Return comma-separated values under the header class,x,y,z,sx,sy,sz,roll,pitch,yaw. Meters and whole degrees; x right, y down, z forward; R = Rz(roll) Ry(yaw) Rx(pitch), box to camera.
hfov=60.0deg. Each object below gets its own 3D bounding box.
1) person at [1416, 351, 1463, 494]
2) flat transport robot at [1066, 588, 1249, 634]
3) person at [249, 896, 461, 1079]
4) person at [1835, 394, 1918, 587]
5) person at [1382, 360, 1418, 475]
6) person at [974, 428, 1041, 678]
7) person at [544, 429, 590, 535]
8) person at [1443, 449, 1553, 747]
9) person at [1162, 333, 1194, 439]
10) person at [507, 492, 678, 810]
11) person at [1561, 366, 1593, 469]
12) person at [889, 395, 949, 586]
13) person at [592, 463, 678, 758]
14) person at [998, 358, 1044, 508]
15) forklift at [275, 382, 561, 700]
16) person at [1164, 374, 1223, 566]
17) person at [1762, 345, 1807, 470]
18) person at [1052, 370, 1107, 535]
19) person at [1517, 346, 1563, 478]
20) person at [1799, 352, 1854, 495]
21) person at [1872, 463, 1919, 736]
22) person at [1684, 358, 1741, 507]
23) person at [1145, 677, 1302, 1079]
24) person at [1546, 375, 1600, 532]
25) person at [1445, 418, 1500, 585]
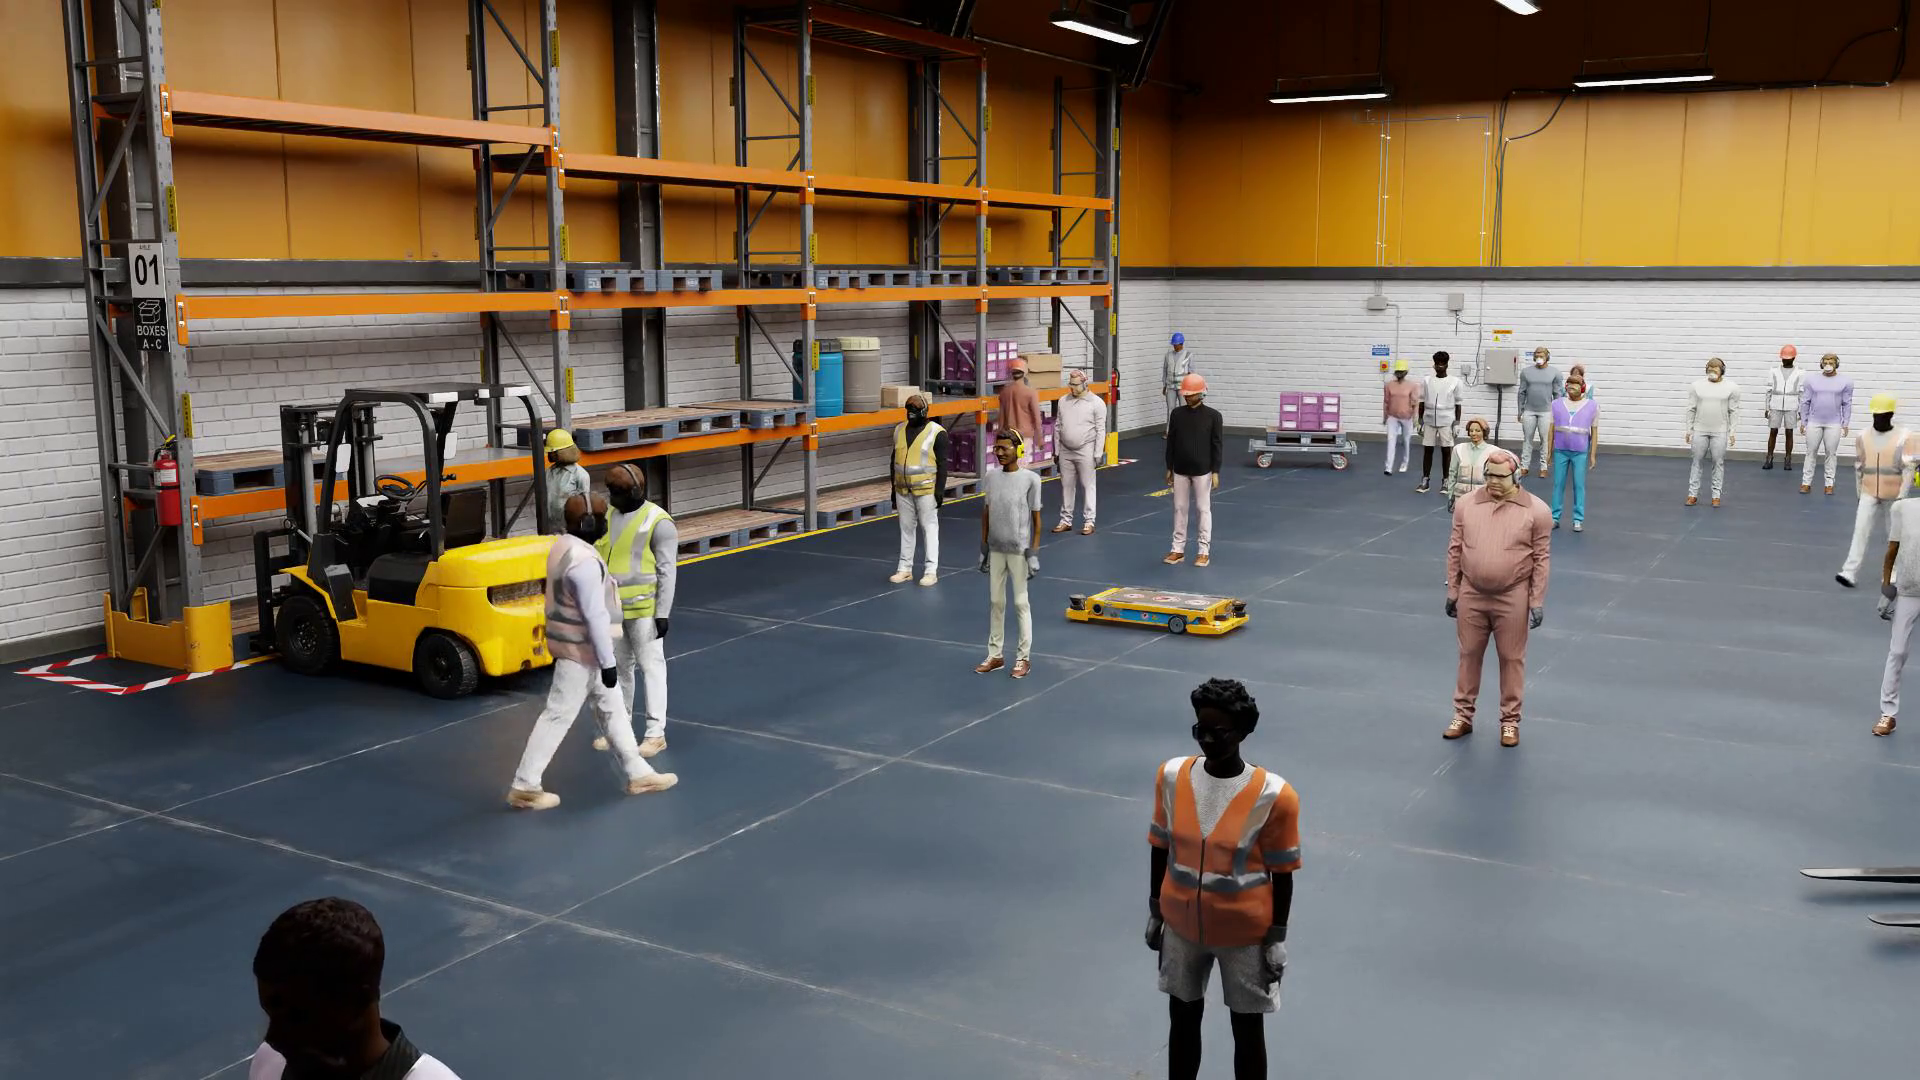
class,x,y,z,sx,sy,sz,roll,pitch,yaw
person,6.556,-1.609,22.775,0.603,1.959,0.379,5,11,31
flat transport robot,1.693,0.593,14.281,1.431,0.197,0.652,5,11,30
person,-1.097,1.566,3.101,0.587,1.914,0.386,5,11,31
person,8.822,-0.467,15.955,1.034,1.861,0.592,-8,12,-40
person,6.590,-1.835,24.922,0.539,1.716,0.934,4,10,26
person,0.365,0.093,12.424,0.520,1.873,0.328,5,11,31
person,-3.275,-0.053,13.761,0.484,1.735,0.309,5,11,31
person,3.417,0.365,10.637,0.639,1.902,0.407,5,11,31
person,3.947,-2.783,30.166,0.604,1.937,0.402,5,11,31
person,-2.131,0.622,9.386,0.979,1.795,0.634,-3,10,-20
person,9.507,-1.895,25.713,0.540,1.583,0.866,4,10,24
person,-0.419,-0.481,16.100,0.621,1.845,0.429,5,11,31
person,-2.061,0.435,10.403,0.621,1.838,0.429,5,11,31
person,0.702,-1.306,20.909,0.916,1.961,0.622,-8,12,-42
forklift,-3.974,-0.067,12.417,2.313,2.155,1.214,5,11,30
person,2.394,-0.720,17.140,0.611,1.985,0.393,5,11,31
person,12.622,-2.025,25.468,0.543,1.928,0.373,5,11,31
person,1.357,-1.009,19.214,0.639,1.902,0.407,5,11,31
person,8.543,-1.885,24.557,0.627,1.940,0.371,5,11,31
person,11.792,-1.583,22.676,0.627,1.940,0.371,5,11,31
person,6.221,0.366,10.723,0.520,1.873,0.328,5,11,31
person,9.692,-1.386,21.465,0.627,1.934,0.371,5,11,31
person,0.856,1.285,5.525,0.532,1.697,0.320,5,11,31
person,7.155,-1.015,19.442,0.563,1.837,0.389,5,11,31
person,4.936,-0.360,15.967,0.514,1.642,0.310,5,11,31
